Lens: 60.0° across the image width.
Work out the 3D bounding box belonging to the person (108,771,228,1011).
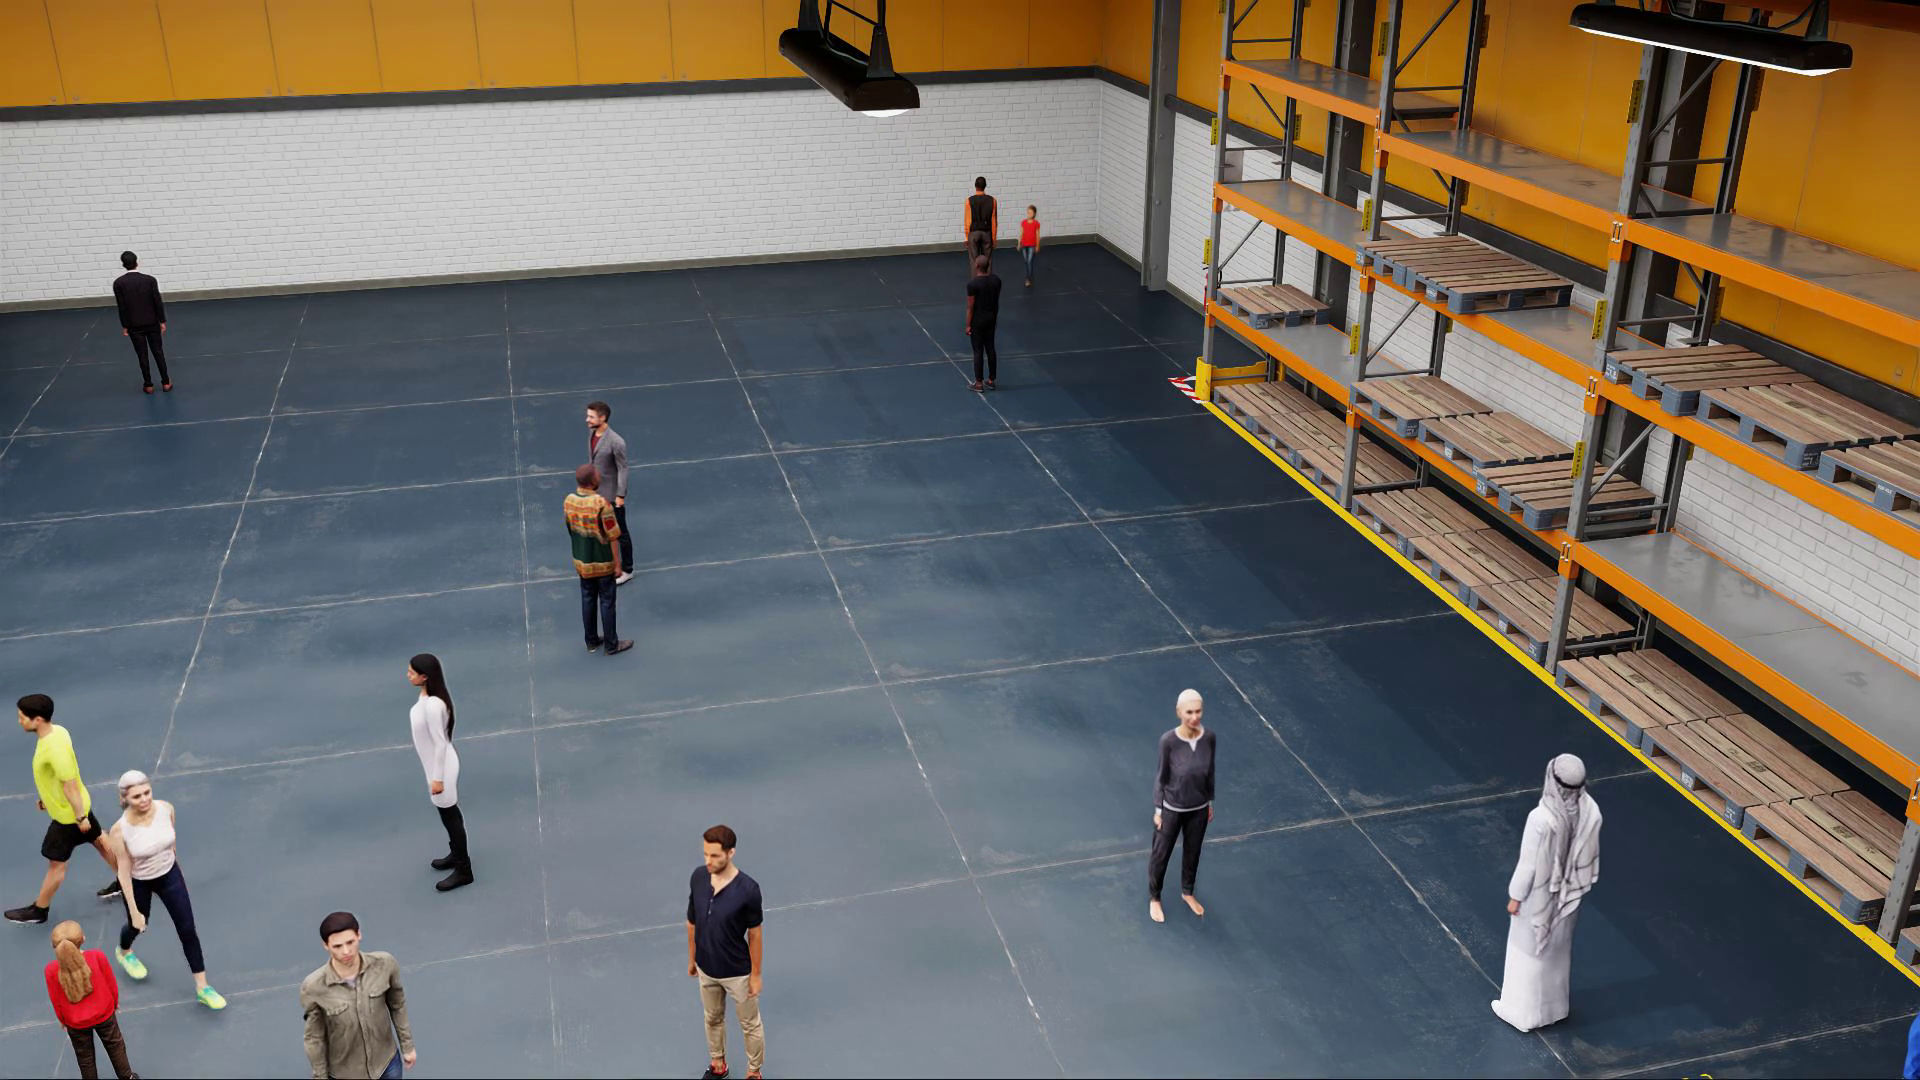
[{"bbox_3d":[-5.175,2.181,10.540,1.234,1.653,1.122,16,28,32],"label":"person"}]

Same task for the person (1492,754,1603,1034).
[{"bbox_3d":[3.620,2.167,10.230,0.696,1.926,0.625,-8,25,-17],"label":"person"}]

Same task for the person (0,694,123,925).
[{"bbox_3d":[-6.031,1.795,11.411,0.895,1.662,1.083,-14,27,-28],"label":"person"}]

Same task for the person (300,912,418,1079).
[{"bbox_3d":[-3.195,2.782,8.899,0.782,1.865,0.732,-17,29,-33],"label":"person"}]

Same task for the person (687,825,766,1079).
[{"bbox_3d":[-1.352,2.454,9.658,0.705,1.859,0.725,9,25,19],"label":"person"}]

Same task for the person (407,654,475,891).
[{"bbox_3d":[-3.638,1.605,11.664,0.688,1.808,0.480,-8,25,-18],"label":"person"}]

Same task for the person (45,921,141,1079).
[{"bbox_3d":[-5.073,2.756,9.689,0.550,1.281,0.578,-14,27,-29],"label":"person"}]

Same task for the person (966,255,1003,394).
[{"bbox_3d":[0.306,-2.849,21.837,0.734,1.820,0.684,-15,28,-31],"label":"person"}]

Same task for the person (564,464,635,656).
[{"bbox_3d":[-3.278,0.171,14.945,0.825,1.807,0.874,11,26,24],"label":"person"}]

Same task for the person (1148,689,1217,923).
[{"bbox_3d":[1.523,1.783,11.360,0.594,1.725,0.504,-6,24,-14],"label":"person"}]

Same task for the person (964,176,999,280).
[{"bbox_3d":[0.322,-4.736,26.045,0.712,1.908,0.623,-4,24,-9],"label":"person"}]

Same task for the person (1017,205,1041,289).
[{"bbox_3d":[1.133,-4.777,26.906,0.818,1.295,0.934,10,26,22],"label":"person"}]

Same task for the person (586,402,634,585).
[{"bbox_3d":[-3.463,-0.484,16.363,0.732,1.873,0.840,21,31,39],"label":"person"}]

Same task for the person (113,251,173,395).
[{"bbox_3d":[-10.705,-2.855,21.774,0.740,1.883,0.631,-12,26,-25],"label":"person"}]
